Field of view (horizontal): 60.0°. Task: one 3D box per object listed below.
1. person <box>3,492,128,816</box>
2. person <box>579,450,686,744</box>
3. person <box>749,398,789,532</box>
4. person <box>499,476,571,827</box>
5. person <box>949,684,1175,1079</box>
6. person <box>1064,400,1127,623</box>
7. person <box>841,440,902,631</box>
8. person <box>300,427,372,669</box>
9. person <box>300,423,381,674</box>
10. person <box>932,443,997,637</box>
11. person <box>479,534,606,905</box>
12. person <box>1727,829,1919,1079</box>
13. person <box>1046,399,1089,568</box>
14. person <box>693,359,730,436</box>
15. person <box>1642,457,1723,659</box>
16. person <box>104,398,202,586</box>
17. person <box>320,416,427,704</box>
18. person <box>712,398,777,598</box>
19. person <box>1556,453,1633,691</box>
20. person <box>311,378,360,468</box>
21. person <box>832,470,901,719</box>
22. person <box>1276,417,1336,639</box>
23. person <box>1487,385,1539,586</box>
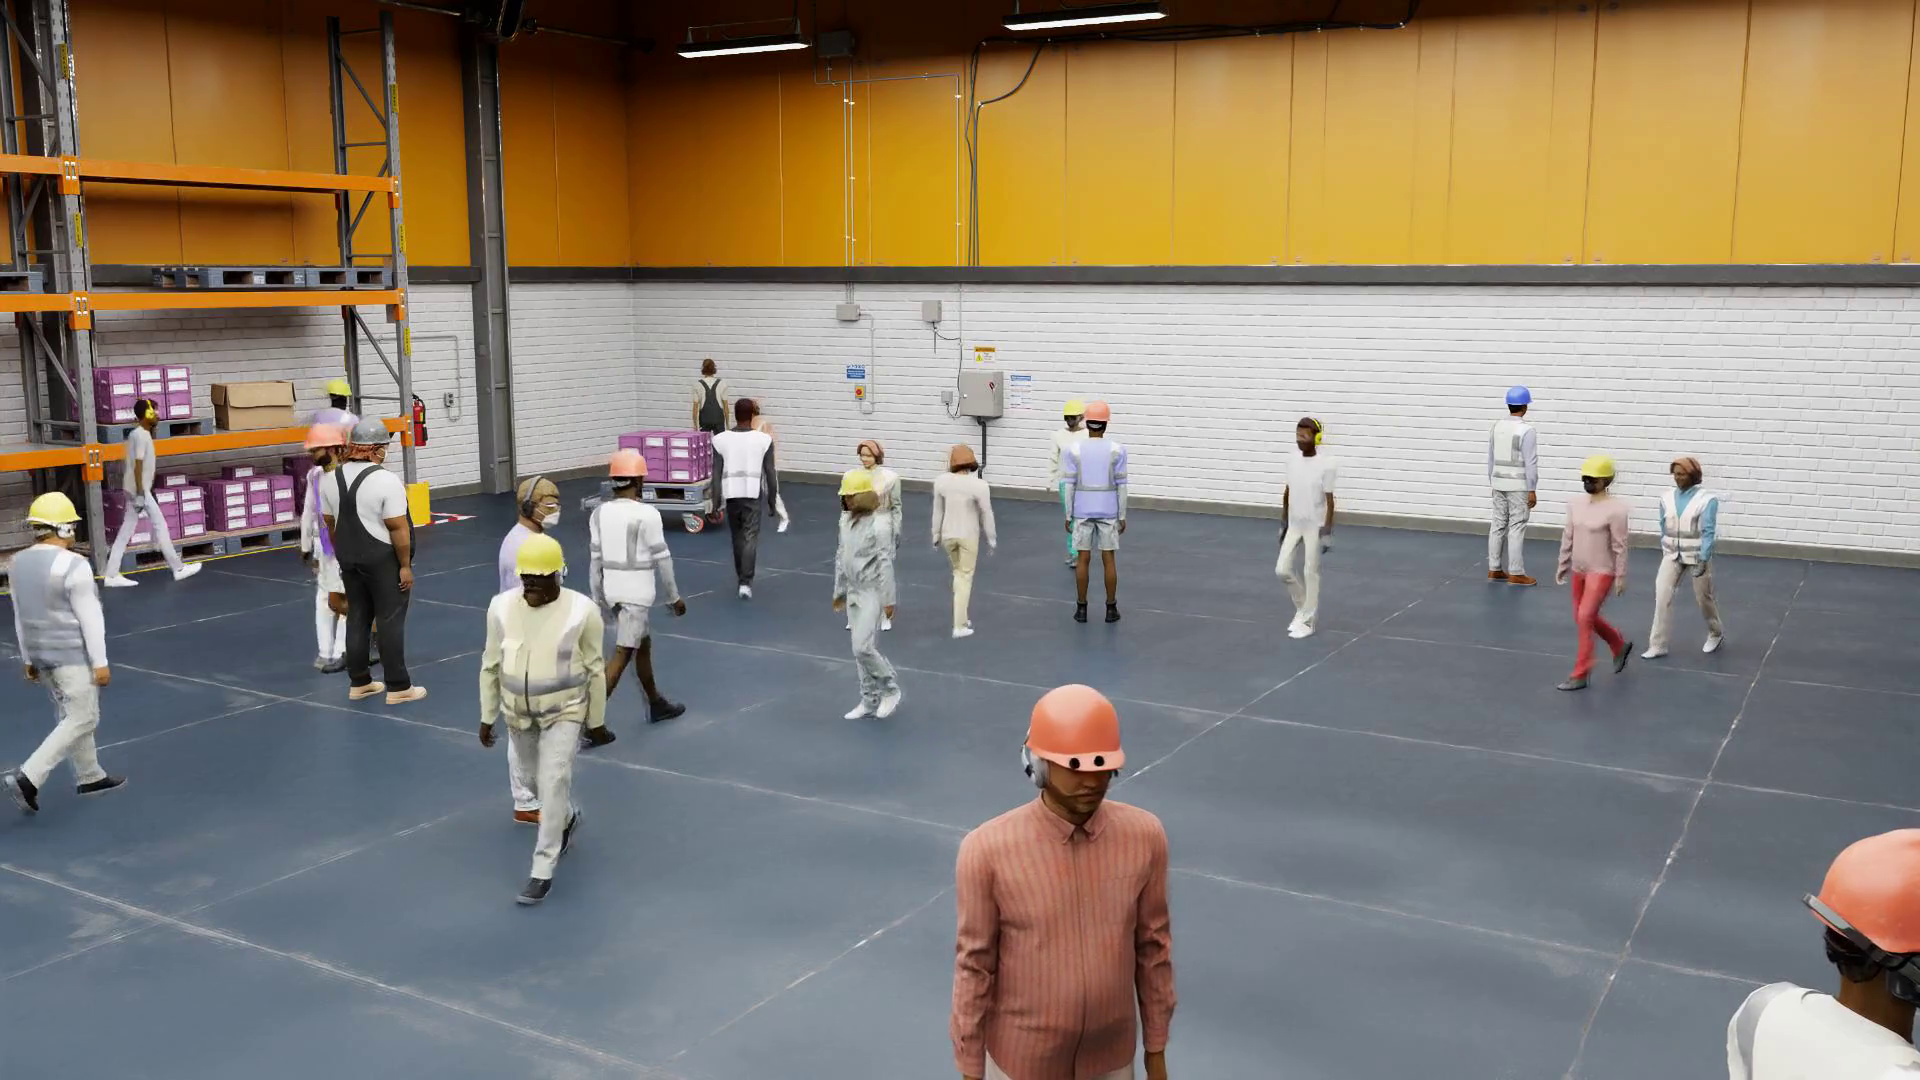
[{"bbox_3d":[-5.083,0.636,9.350,0.599,1.810,0.754,5,10,26],"label":"person"},{"bbox_3d":[-2.199,0.361,10.897,0.553,1.893,1.017,7,11,36],"label":"person"},{"bbox_3d":[-2.310,-0.860,19.327,0.532,1.606,0.783,6,11,34],"label":"person"},{"bbox_3d":[-2.351,0.606,9.176,0.362,1.932,0.631,-1,9,-9],"label":"person"},{"bbox_3d":[0.278,1.345,4.395,0.617,1.988,0.404,-3,10,-20],"label":"person"},{"bbox_3d":[1.177,-0.245,14.471,0.548,1.937,0.379,1,9,6],"label":"person"},{"bbox_3d":[-0.749,-0.039,14.122,0.517,1.636,0.313,1,9,8],"label":"person"},{"bbox_3d":[-4.772,0.070,12.738,0.692,1.873,0.365,4,10,25],"label":"person"},{"bbox_3d":[-4.675,0.070,12.566,0.502,1.925,0.555,-8,12,-41],"label":"person"},{"bbox_3d":[0.057,-0.009,13.989,0.555,1.610,0.603,5,10,27],"label":"person"},{"bbox_3d":[-2.042,0.829,8.277,0.603,1.792,0.869,2,9,9],"label":"person"},{"bbox_3d":[1.674,1.523,3.107,0.377,2.044,0.607,-2,9,-11],"label":"person"},{"bbox_3d":[1.139,-0.572,17.141,0.550,1.736,0.783,4,10,22],"label":"person"},{"bbox_3d":[-3.502,-1.635,23.462,0.510,1.837,0.332,-2,9,-9],"label":"person"},{"bbox_3d":[5.790,0.132,13.170,0.819,1.601,0.514,-7,11,-36],"label":"person"},{"bbox_3d":[-7.957,-0.465,16.235,0.926,1.810,0.533,-7,12,-39],"label":"person"},{"bbox_3d":[-4.117,0.133,11.790,0.688,2.000,0.539,4,10,25],"label":"person"},{"bbox_3d":[-2.038,-0.405,15.726,0.596,1.868,1.002,0,9,2],"label":"person"},{"bbox_3d":[4.704,0.216,12.207,0.745,1.738,0.530,-4,10,-22],"label":"person"},{"bbox_3d":[-6.702,-0.782,17.904,0.602,1.907,0.487,3,9,15],"label":"person"},{"bbox_3d":[-0.660,0.381,11.226,0.373,1.732,0.494,-7,11,-36],"label":"person"},{"bbox_3d":[2.845,-0.097,13.793,0.558,1.856,0.384,9,13,44],"label":"person"},{"bbox_3d":[5.383,-0.526,16.183,0.375,1.950,0.615,-4,10,-23],"label":"person"}]
